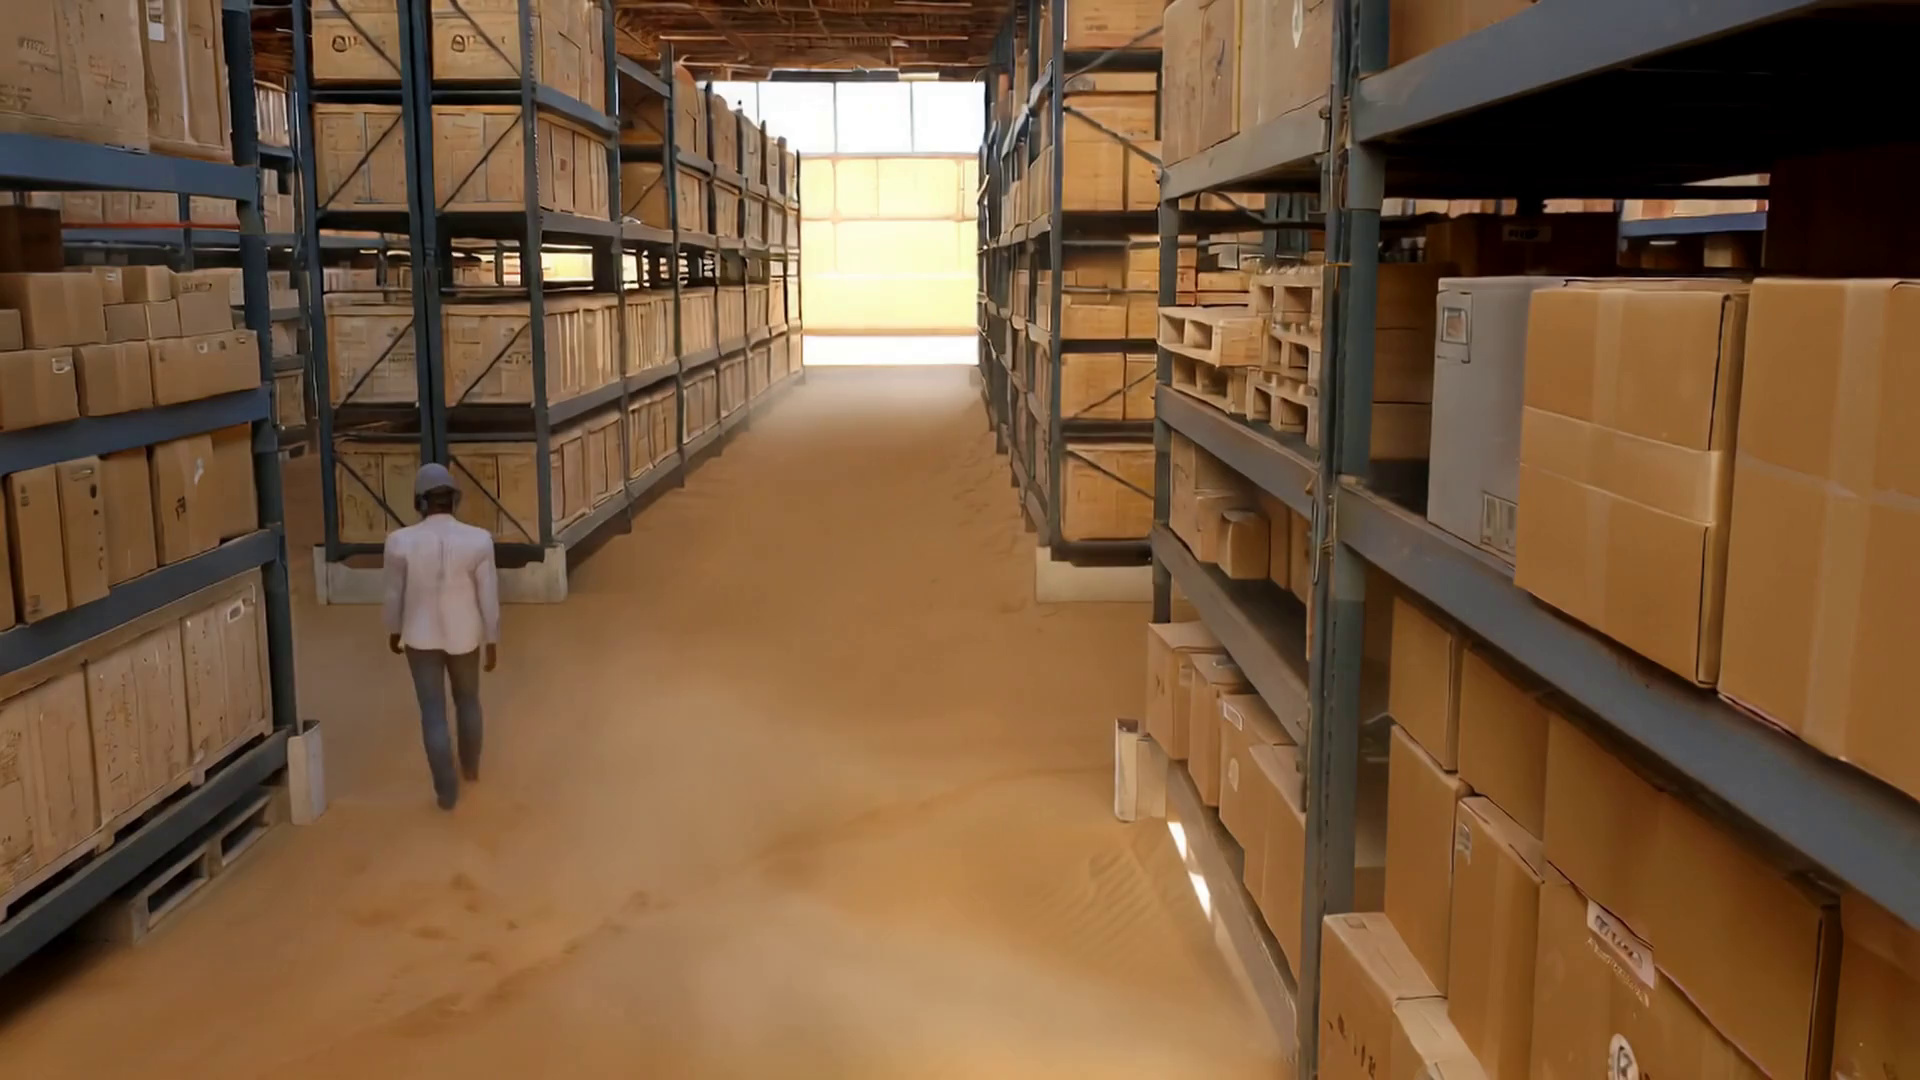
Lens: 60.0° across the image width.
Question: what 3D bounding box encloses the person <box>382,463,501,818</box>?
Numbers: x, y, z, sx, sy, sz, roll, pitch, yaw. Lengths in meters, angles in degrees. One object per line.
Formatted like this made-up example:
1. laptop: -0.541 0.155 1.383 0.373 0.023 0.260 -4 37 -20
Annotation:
1. person: -2.956 0.531 9.470 0.613 1.942 0.962 -4 10 -23

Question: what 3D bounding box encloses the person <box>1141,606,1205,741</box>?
1. person: 1.447 0.601 10.021 0.633 1.612 0.497 0 9 1
